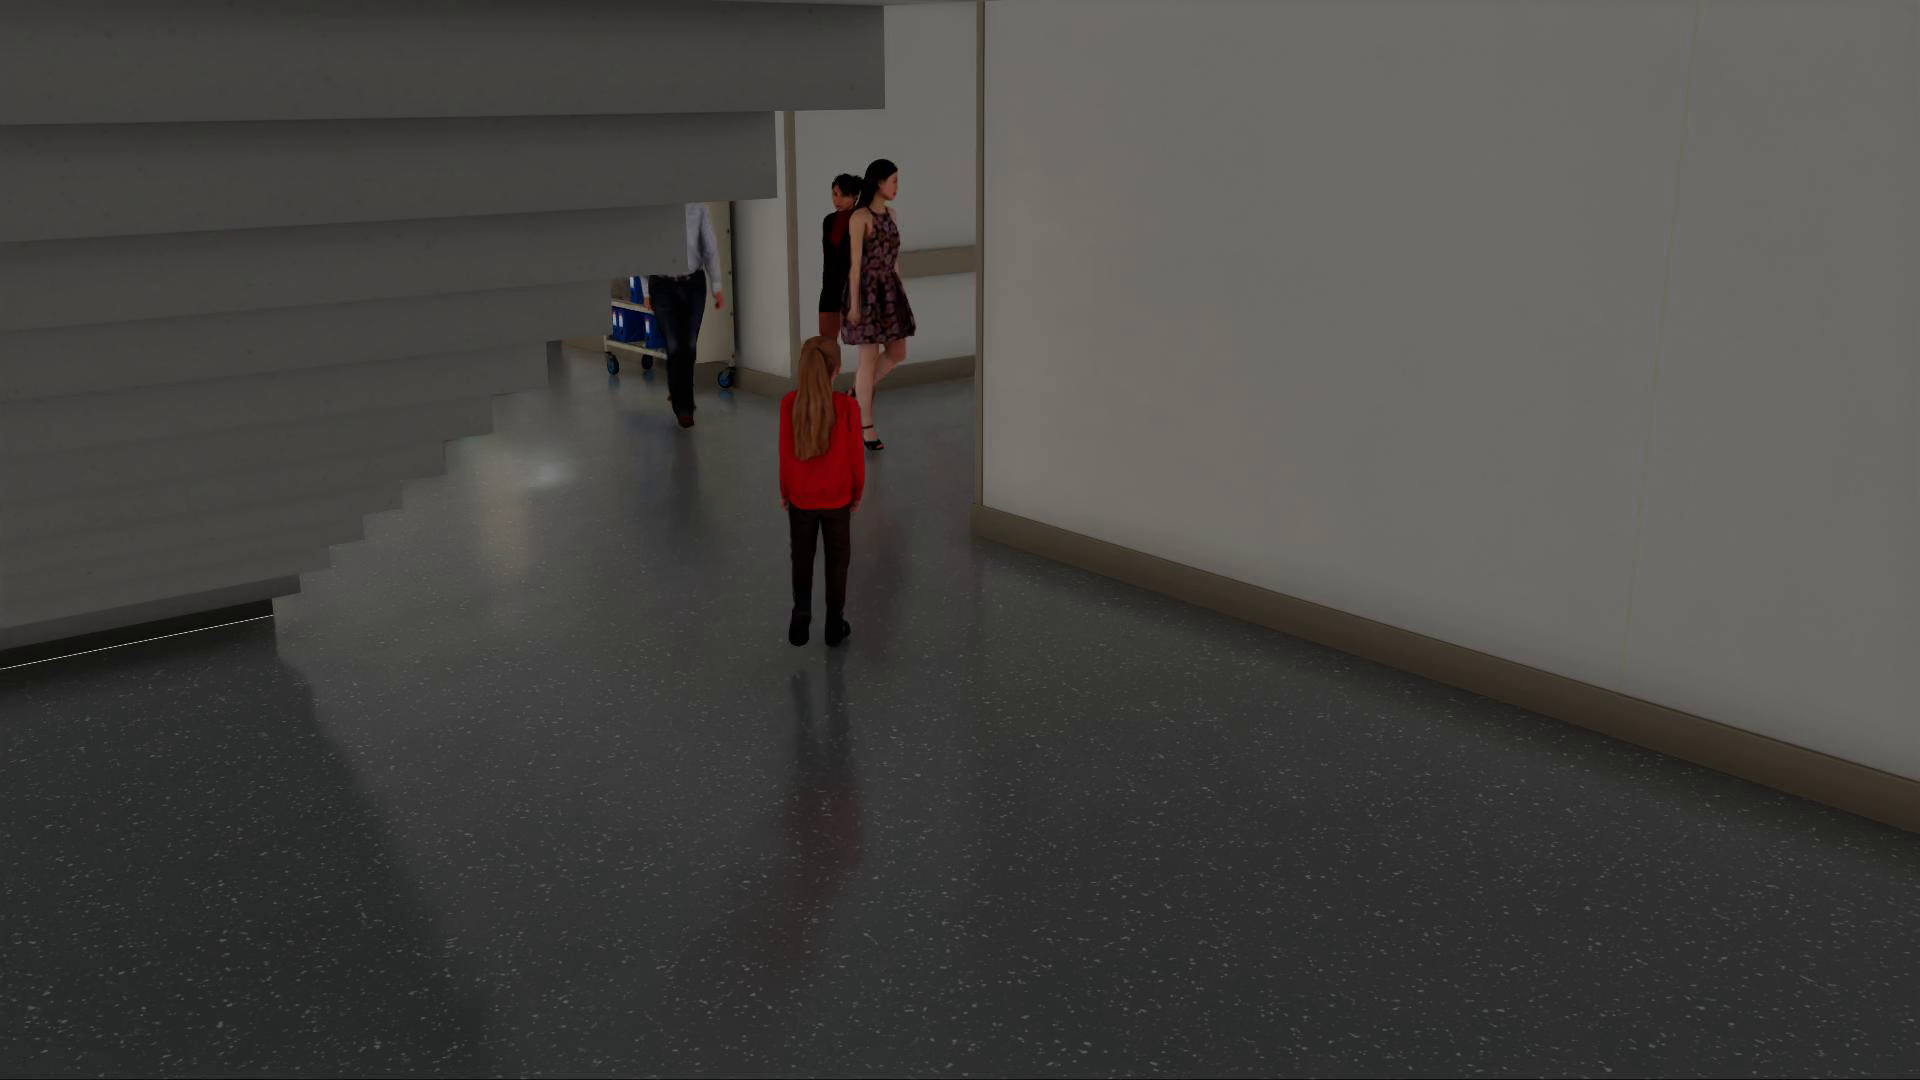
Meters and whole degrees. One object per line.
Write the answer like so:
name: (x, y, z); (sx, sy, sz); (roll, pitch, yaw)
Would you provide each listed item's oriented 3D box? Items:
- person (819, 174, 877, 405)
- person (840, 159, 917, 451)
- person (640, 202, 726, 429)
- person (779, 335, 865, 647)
person: (-0.701, -1.583, 11.042); (1.053, 1.597, 0.945); (7, 17, 24)
person: (-0.577, -1.438, 10.229); (0.838, 1.759, 0.771); (12, 20, 37)
person: (-1.865, -1.645, 10.957); (1.009, 1.762, 1.312); (-5, 17, -17)
person: (-0.567, -0.165, 6.612); (0.711, 1.272, 0.773); (1, 16, 4)
